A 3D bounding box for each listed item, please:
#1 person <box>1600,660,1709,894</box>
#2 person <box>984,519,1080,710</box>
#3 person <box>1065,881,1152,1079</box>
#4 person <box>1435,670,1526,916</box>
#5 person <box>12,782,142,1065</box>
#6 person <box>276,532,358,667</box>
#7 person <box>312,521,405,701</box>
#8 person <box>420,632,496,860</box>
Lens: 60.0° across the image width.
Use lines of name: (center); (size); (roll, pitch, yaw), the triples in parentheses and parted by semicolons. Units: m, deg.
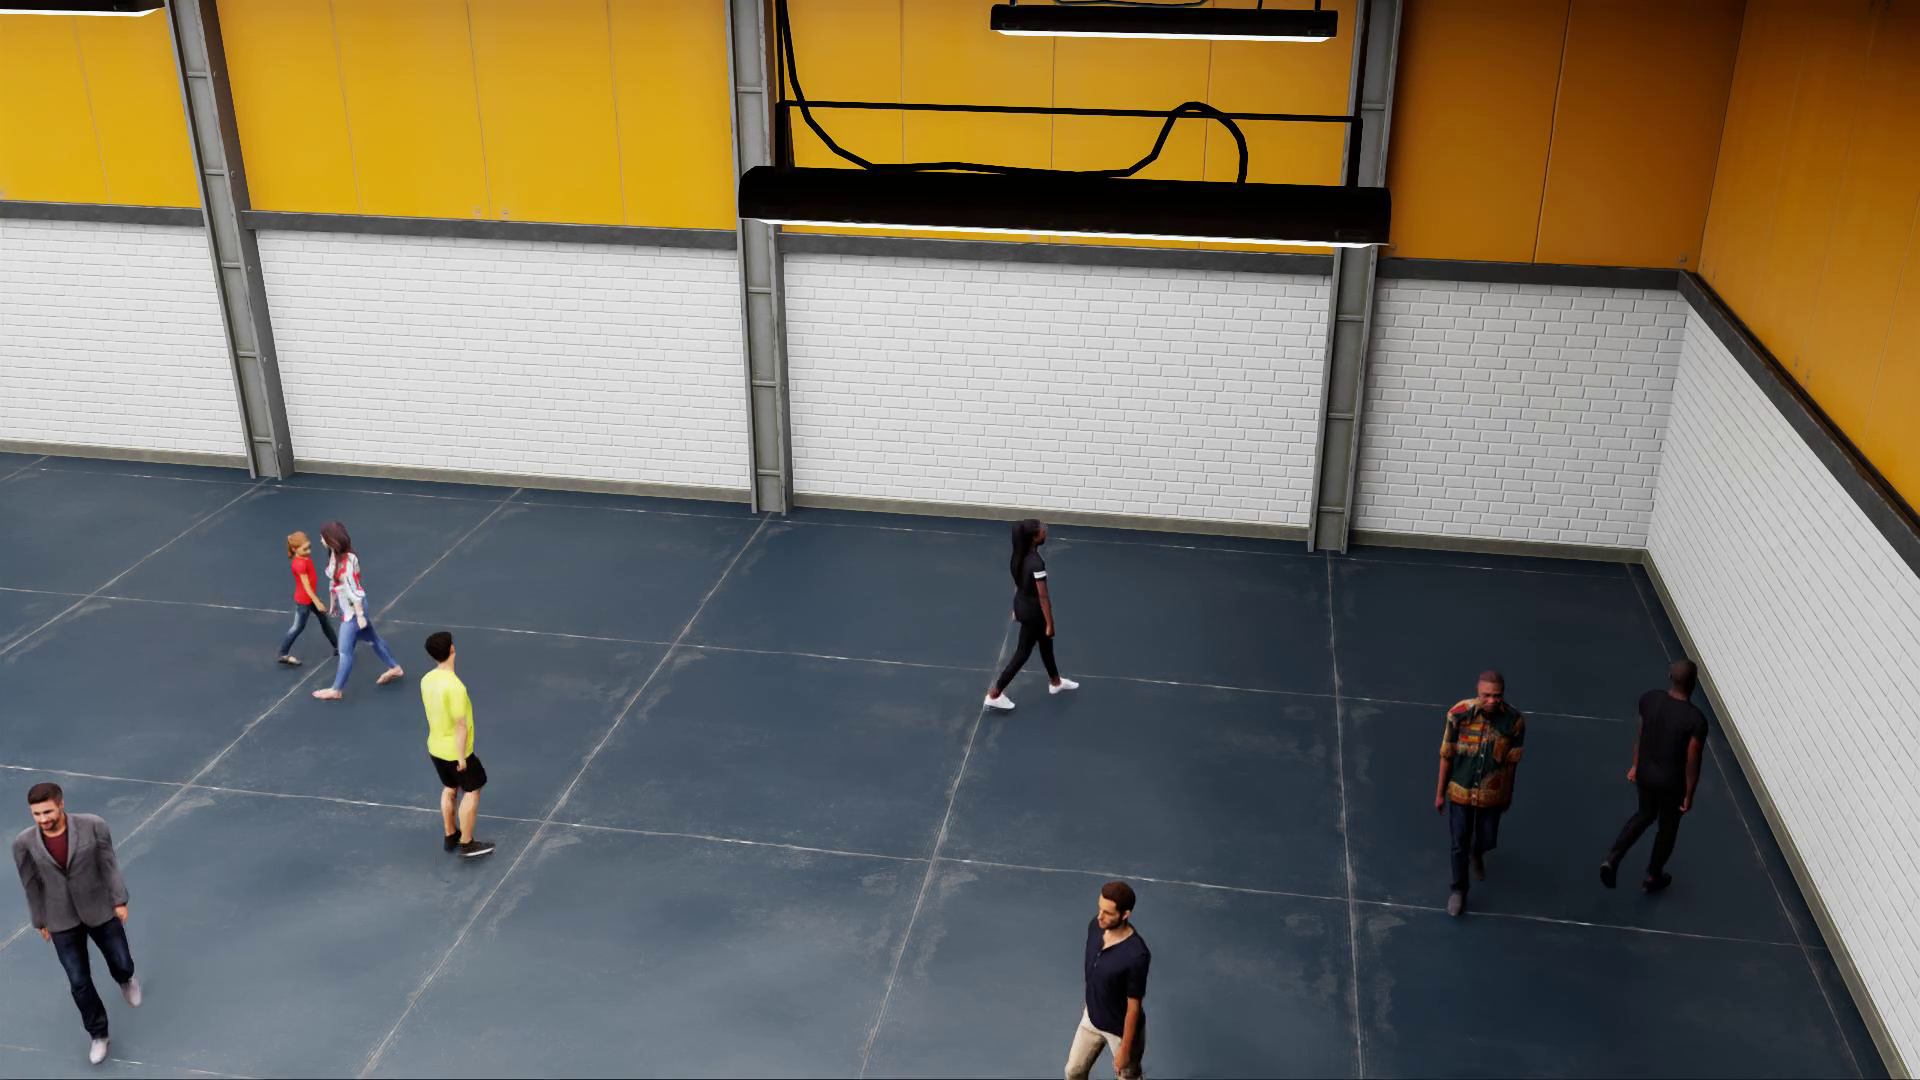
person: (4.779, 1.681, 11.475); (1.062, 1.798, 0.994); (-13, 27, -28)
person: (0.526, 0.661, 13.950); (1.230, 1.685, 0.984); (-7, 25, -16)
person: (0.927, 2.636, 9.242); (0.983, 1.837, 0.926); (-17, 29, -33)
person: (3.562, 1.675, 11.491); (0.845, 1.796, 0.788); (6, 24, 13)
person: (-5.335, 2.242, 10.117); (1.009, 1.859, 1.032); (-10, 26, -22)
person: (-5.866, 0.537, 14.742); (0.936, 1.278, 0.645); (-4, 24, -8)
person: (-5.126, 0.578, 14.280); (1.102, 1.573, 1.050); (-17, 29, -34)
person: (-3.697, 1.515, 12.018); (0.899, 1.667, 0.765); (-18, 29, -35)
